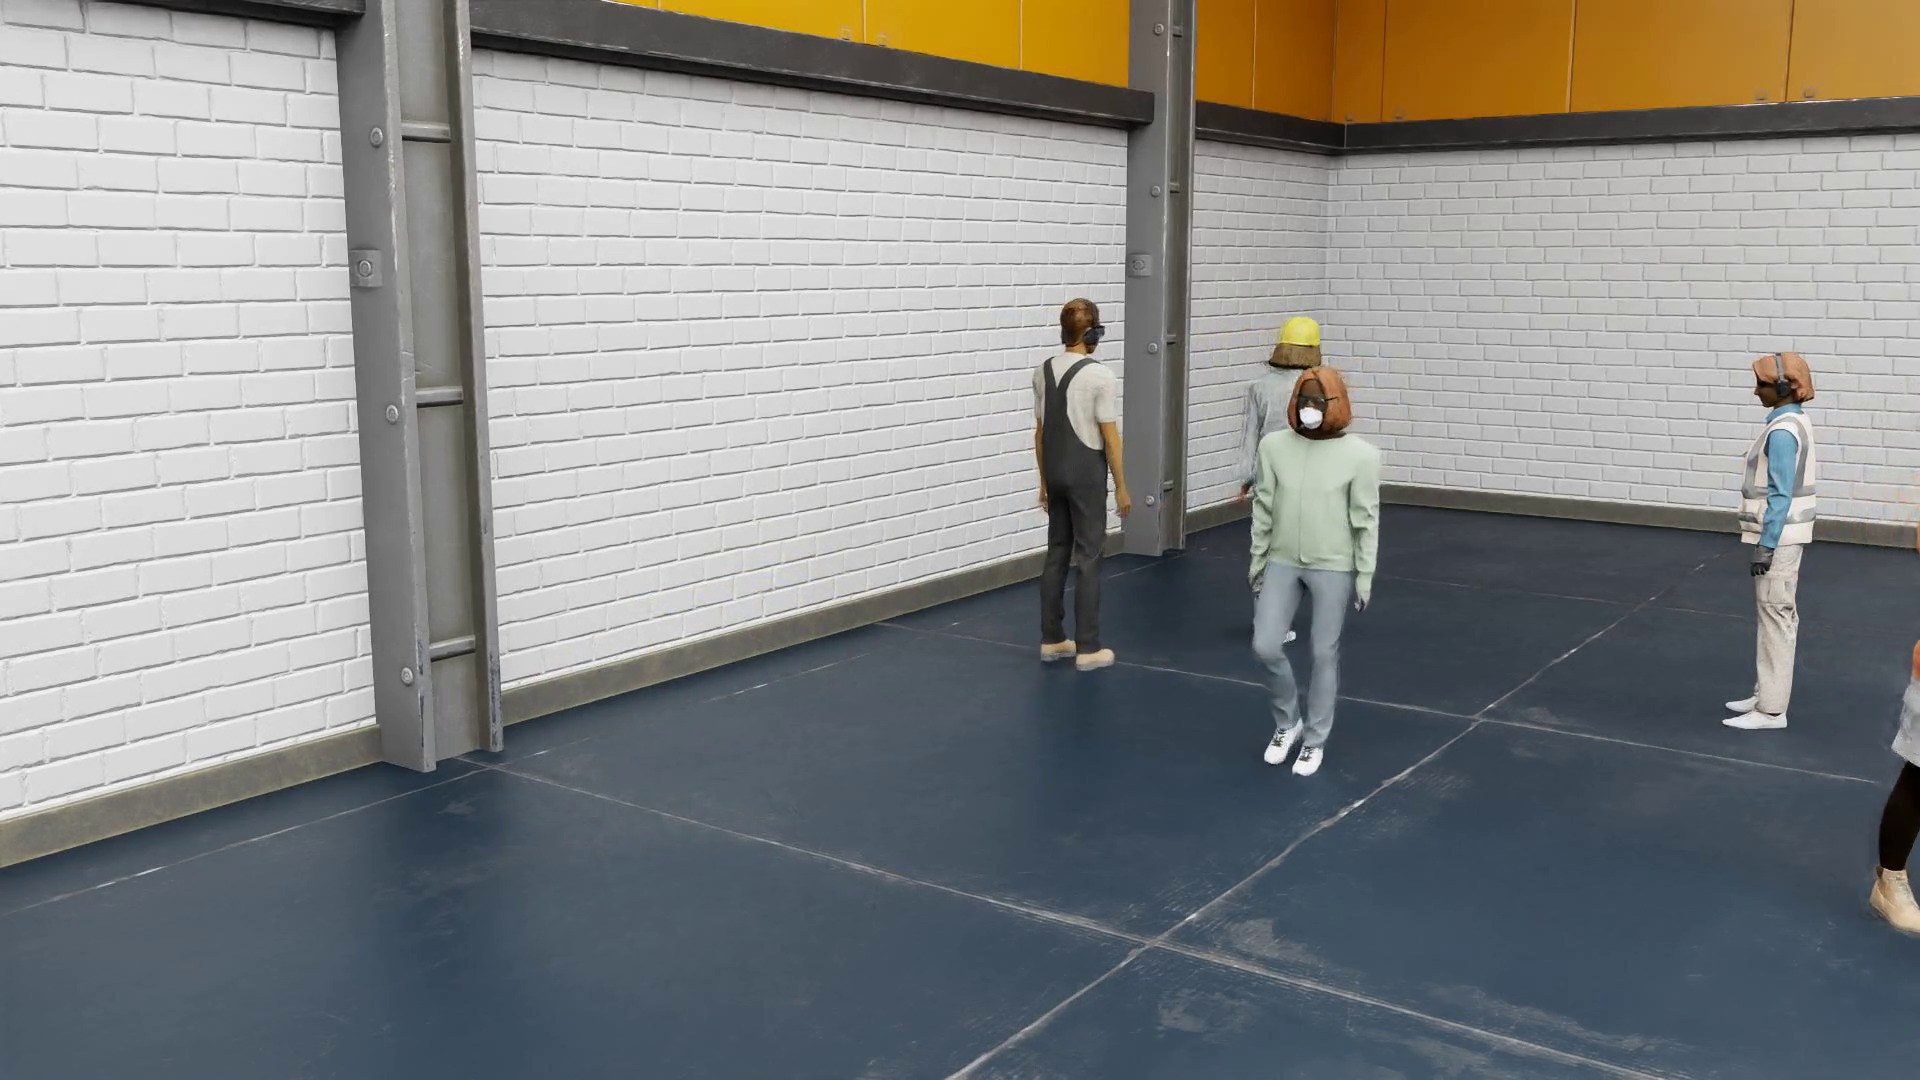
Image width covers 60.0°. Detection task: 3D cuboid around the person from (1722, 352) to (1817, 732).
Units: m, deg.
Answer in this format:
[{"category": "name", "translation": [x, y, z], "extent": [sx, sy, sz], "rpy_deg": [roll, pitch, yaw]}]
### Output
[{"category": "person", "translation": [3.519, 0.008, 7.188], "extent": [0.308, 1.640, 0.511], "rpy_deg": [5, 11, 28]}]

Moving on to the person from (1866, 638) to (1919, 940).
[{"category": "person", "translation": [2.992, 0.414, 4.694], "extent": [0.542, 1.654, 0.881], "rpy_deg": [-2, 10, -14]}]

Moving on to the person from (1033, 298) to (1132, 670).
[{"category": "person", "translation": [0.587, -0.272, 8.252], "extent": [0.374, 1.841, 0.523], "rpy_deg": [-9, 13, -43]}]

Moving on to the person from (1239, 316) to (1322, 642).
[{"category": "person", "translation": [1.754, -0.312, 8.805], "extent": [0.512, 1.723, 0.487], "rpy_deg": [8, 13, 41]}]

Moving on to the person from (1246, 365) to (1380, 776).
[{"category": "person", "translation": [1.363, 0.128, 6.504], "extent": [0.535, 1.617, 0.356], "rpy_deg": [5, 11, 29]}]
